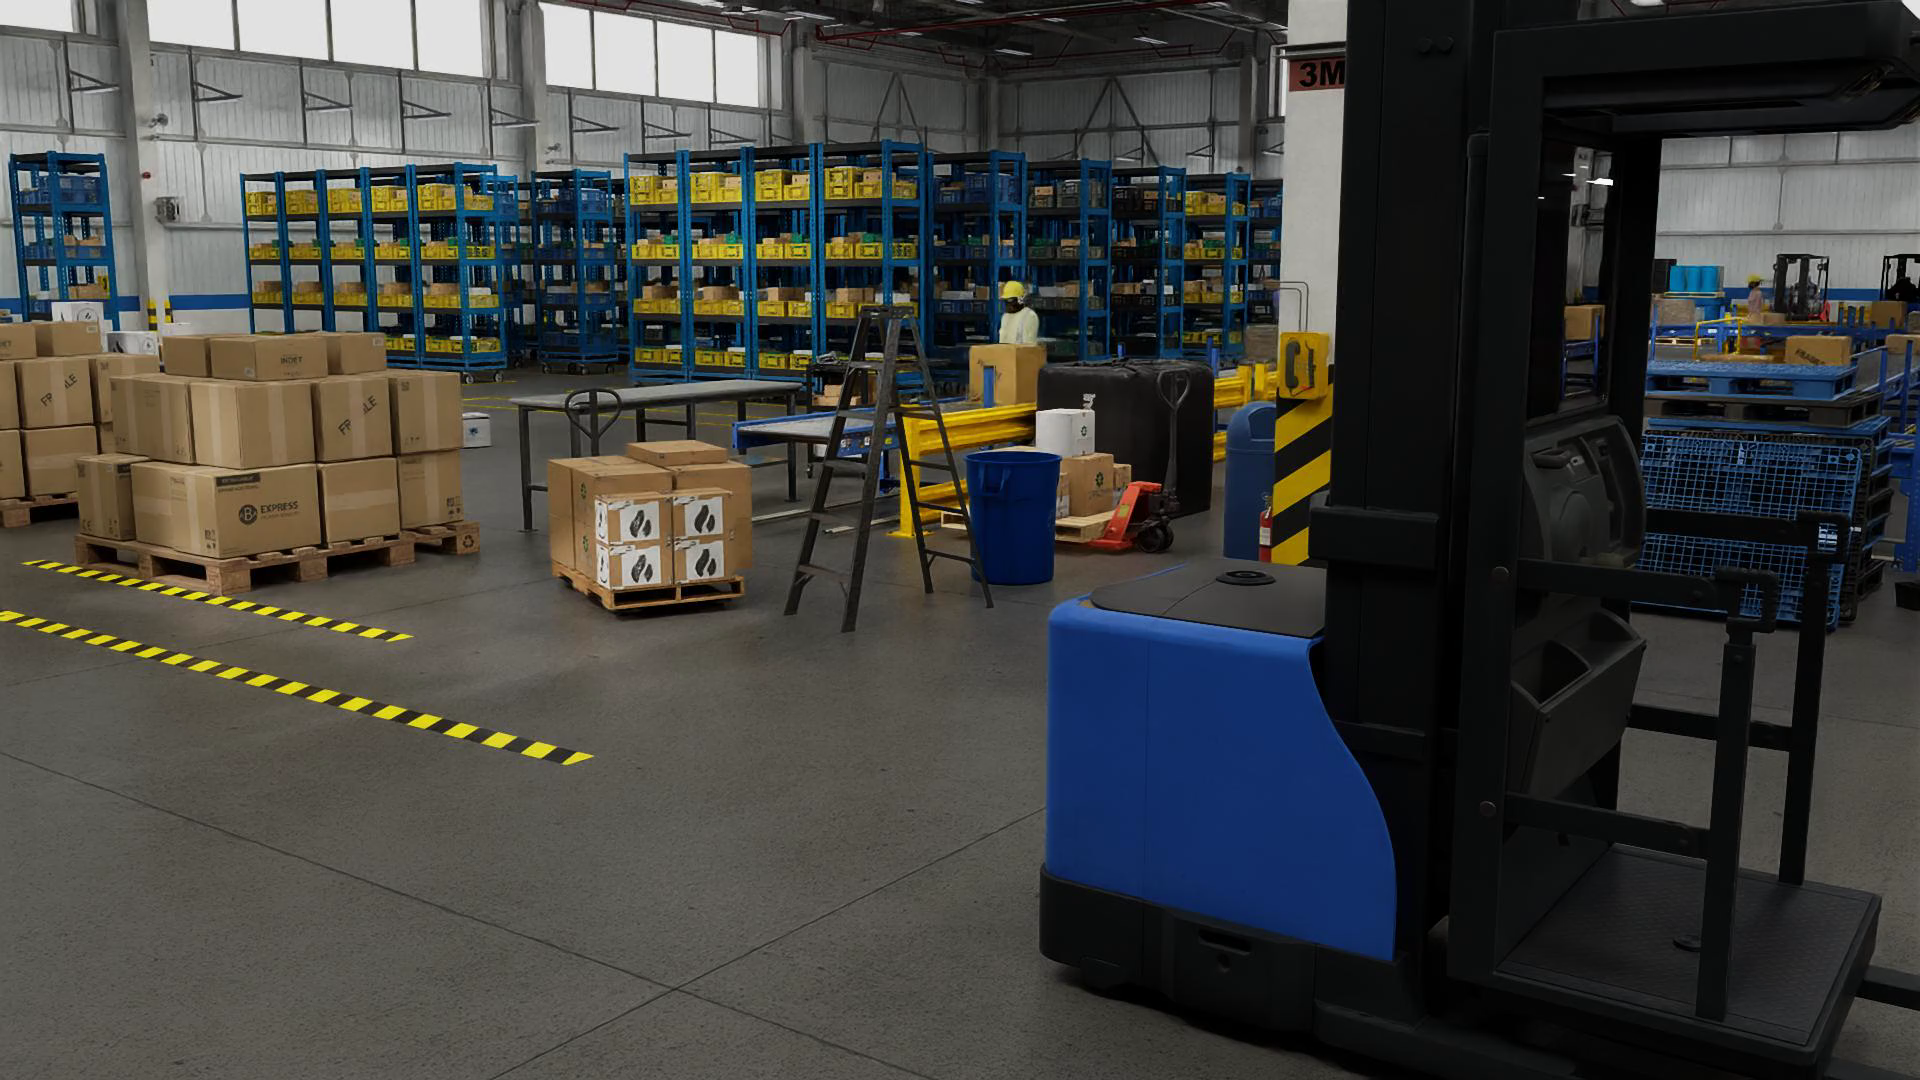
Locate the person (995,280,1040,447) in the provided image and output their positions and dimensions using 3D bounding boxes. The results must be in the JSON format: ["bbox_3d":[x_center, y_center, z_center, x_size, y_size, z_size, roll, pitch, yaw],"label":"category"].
[{"bbox_3d":[0.586,-1.886,17.957,0.527,1.807,0.621,-7,12,-38],"label":"person"}]

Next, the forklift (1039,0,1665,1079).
[{"bbox_3d":[1.249,-0.137,4.360,1.873,2.768,1.129,7,12,35],"label":"forklift"}]

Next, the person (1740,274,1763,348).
[{"bbox_3d":[15.725,-4.406,33.120,0.554,1.745,0.555,1,10,5],"label":"person"}]

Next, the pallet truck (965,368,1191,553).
[{"bbox_3d":[0.845,-0.609,11.869,1.630,1.274,0.653,7,12,35],"label":"pallet truck"}]

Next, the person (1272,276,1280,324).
[{"bbox_3d":[5.884,-3.903,30.011,0.571,1.805,0.946,7,12,35],"label":"person"}]

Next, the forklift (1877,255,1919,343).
[{"bbox_3d":[22.089,-5.634,38.796,1.157,1.987,2.680,6,11,33],"label":"forklift"}]

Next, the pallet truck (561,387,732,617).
[{"bbox_3d":[-1.981,-0.274,10.088,0.680,1.201,1.601,-5,11,-28],"label":"pallet truck"}]

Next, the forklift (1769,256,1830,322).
[{"bbox_3d":[20.253,-5.854,40.139,1.157,1.987,2.680,7,12,35],"label":"forklift"}]
